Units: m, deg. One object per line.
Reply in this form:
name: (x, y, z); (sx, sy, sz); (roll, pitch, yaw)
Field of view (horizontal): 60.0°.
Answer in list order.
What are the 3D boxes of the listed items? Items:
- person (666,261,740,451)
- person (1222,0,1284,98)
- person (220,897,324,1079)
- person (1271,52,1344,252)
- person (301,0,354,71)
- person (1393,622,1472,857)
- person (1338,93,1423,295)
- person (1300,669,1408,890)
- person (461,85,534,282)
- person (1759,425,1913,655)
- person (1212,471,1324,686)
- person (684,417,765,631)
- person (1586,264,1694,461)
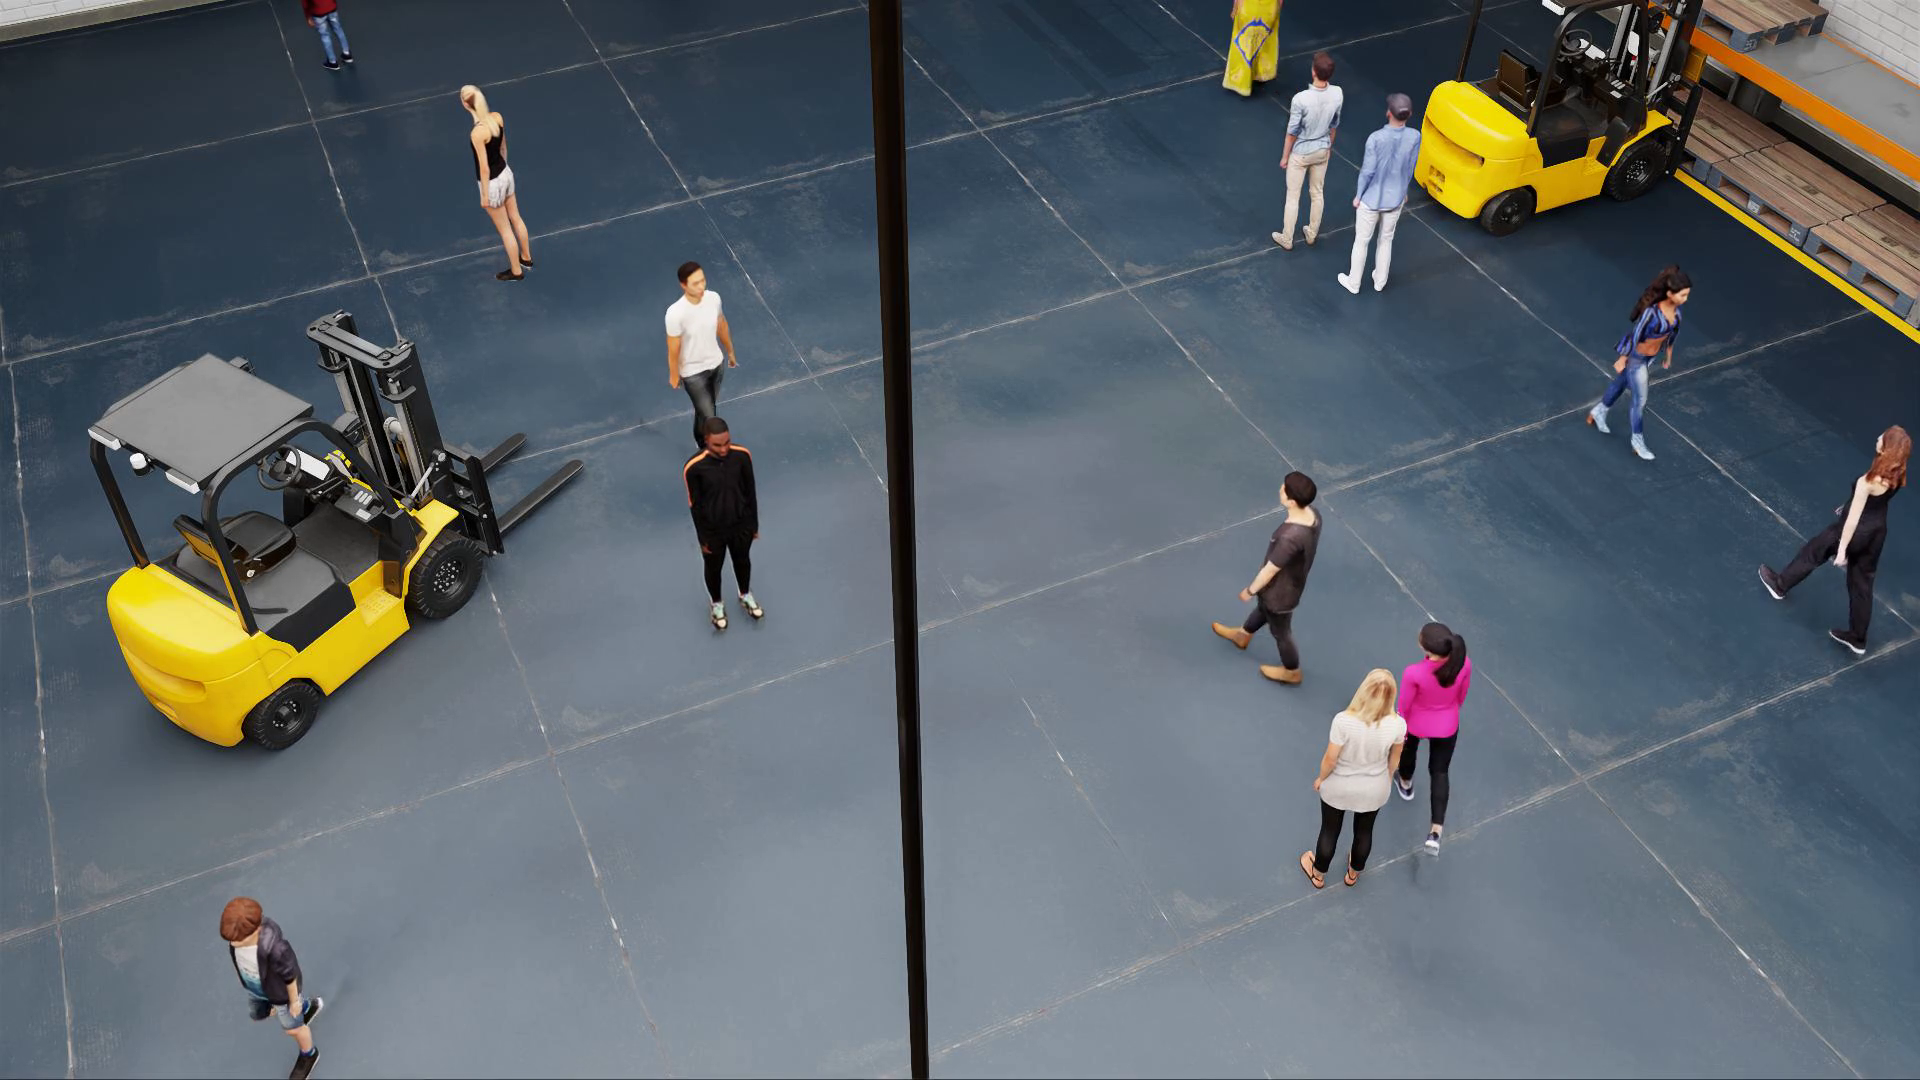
person: (-1.993, -1.339, 12.415); (0.810, 1.796, 0.790); (30, 51, 27)
person: (2.978, -5.181, 16.557); (0.873, 1.644, 0.994); (-7, 44, -7)
person: (-3.630, 2.315, 8.827); (0.753, 1.443, 0.808); (18, 46, 18)
person: (3.050, -3.389, 14.521); (0.680, 1.848, 0.605); (-11, 45, -11)
person: (-6.544, -5.459, 17.125); (0.584, 1.254, 0.578); (32, 52, 29)
person: (2.804, 1.176, 9.872); (0.901, 1.662, 1.140); (2, 44, 2)
person: (3.549, -2.904, 13.983); (0.707, 1.888, 0.662); (-7, 44, -7)
person: (2.268, 1.391, 9.519); (0.667, 1.827, 0.663); (0, 44, 0)
person: (-3.951, -3.058, 14.177); (0.738, 1.845, 0.667); (12, 45, 12)
person: (6.026, 0.027, 11.042); (0.586, 1.701, 1.112); (-17, 46, -17)
person: (2.146, 0.300, 10.767); (1.051, 1.685, 0.943); (21, 47, 21)
person: (-1.584, -0.129, 11.131); (0.608, 1.803, 0.556); (-16, 46, -16)
person: (5.106, -1.419, 12.639); (0.735, 1.592, 0.938); (-25, 49, -24)
